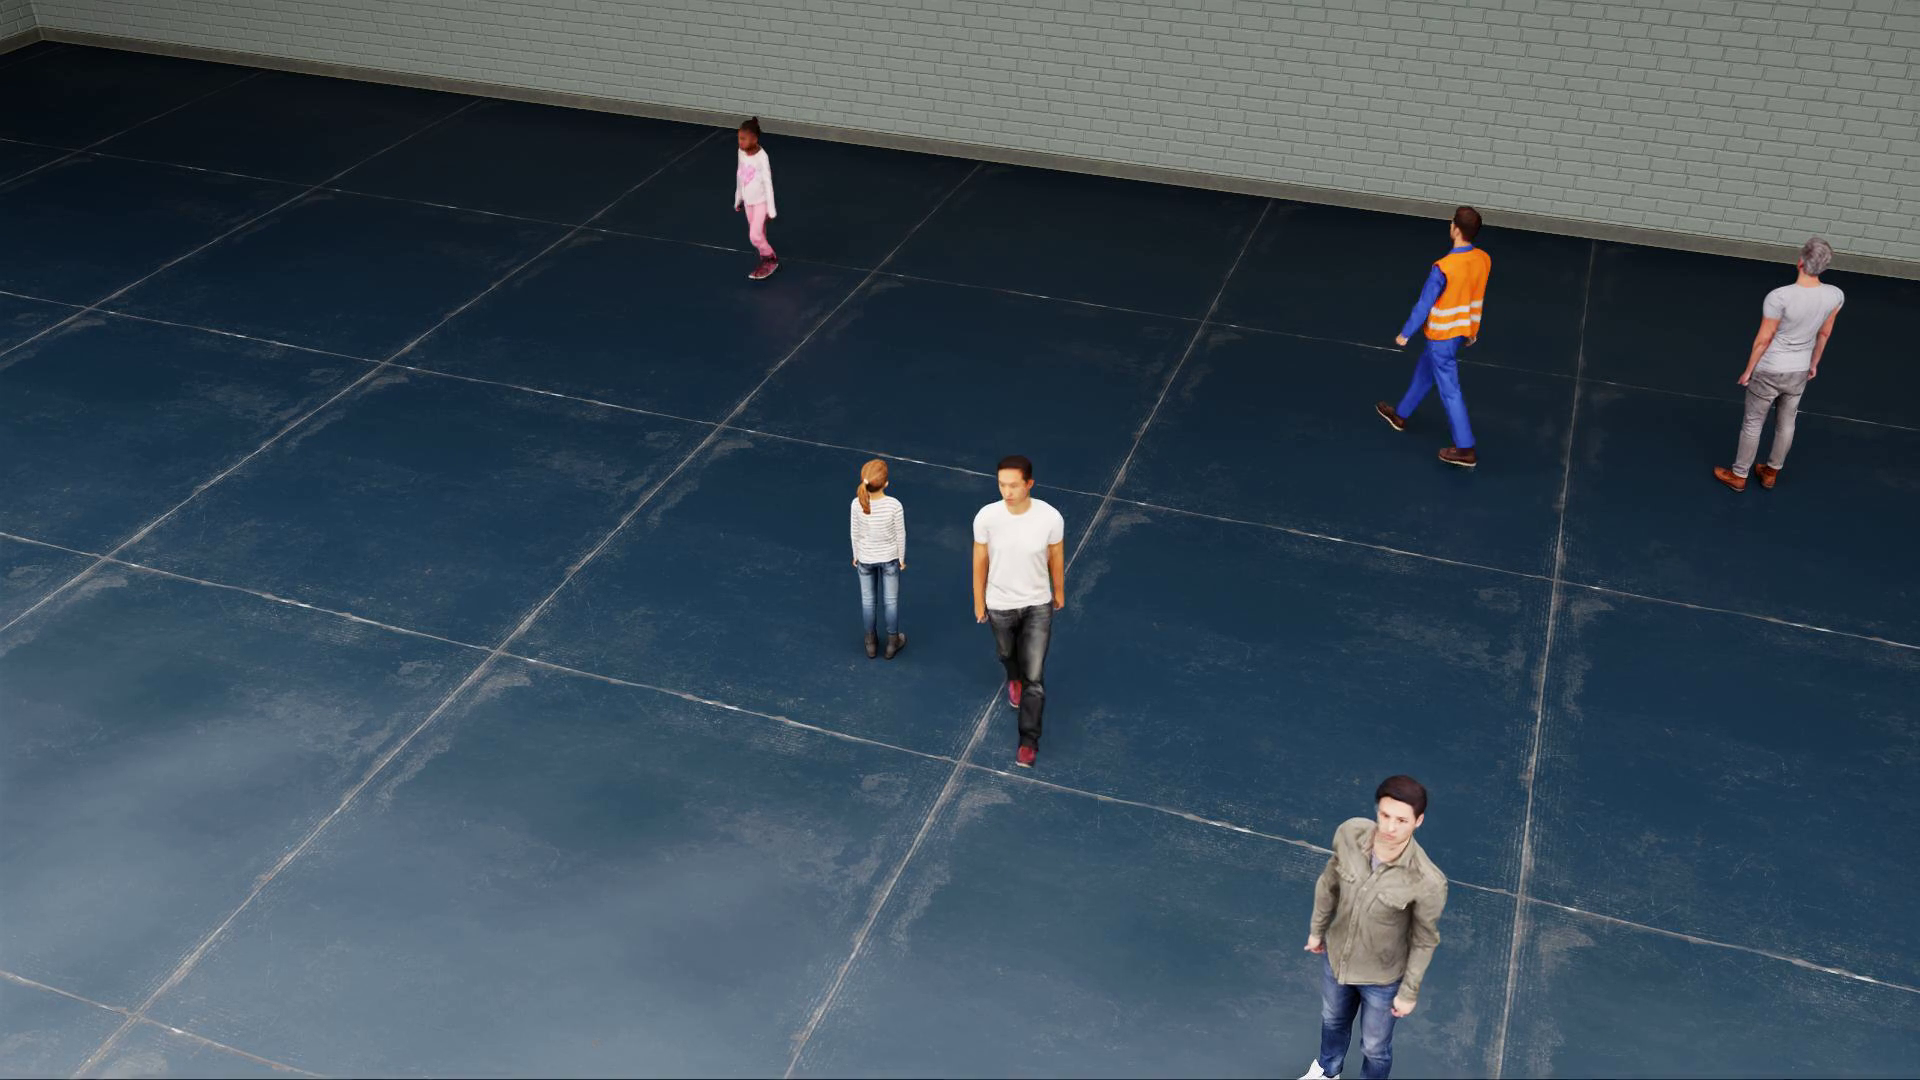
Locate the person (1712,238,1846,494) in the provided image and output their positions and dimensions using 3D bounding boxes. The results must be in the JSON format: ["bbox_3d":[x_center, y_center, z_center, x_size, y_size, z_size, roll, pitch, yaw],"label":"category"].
[{"bbox_3d":[5.564,-1.164,11.243,0.770,1.831,0.743,-4,33,-7],"label":"person"}]

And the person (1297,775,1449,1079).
[{"bbox_3d":[1.679,1.706,6.798,0.787,1.866,0.794,-23,40,-31],"label":"person"}]

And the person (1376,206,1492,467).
[{"bbox_3d":[3.442,-1.367,11.567,1.261,1.819,1.190,-22,39,-30],"label":"person"}]

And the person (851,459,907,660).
[{"bbox_3d":[-0.482,0.114,9.752,0.507,1.315,0.529,5,33,7],"label":"person"}]

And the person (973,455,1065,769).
[{"bbox_3d":[0.319,0.285,9.087,0.868,1.753,1.220,1,33,2],"label":"person"}]

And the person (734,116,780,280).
[{"bbox_3d":[-1.695,-2.958,14.360,0.678,1.440,0.660,-27,42,-35],"label":"person"}]
